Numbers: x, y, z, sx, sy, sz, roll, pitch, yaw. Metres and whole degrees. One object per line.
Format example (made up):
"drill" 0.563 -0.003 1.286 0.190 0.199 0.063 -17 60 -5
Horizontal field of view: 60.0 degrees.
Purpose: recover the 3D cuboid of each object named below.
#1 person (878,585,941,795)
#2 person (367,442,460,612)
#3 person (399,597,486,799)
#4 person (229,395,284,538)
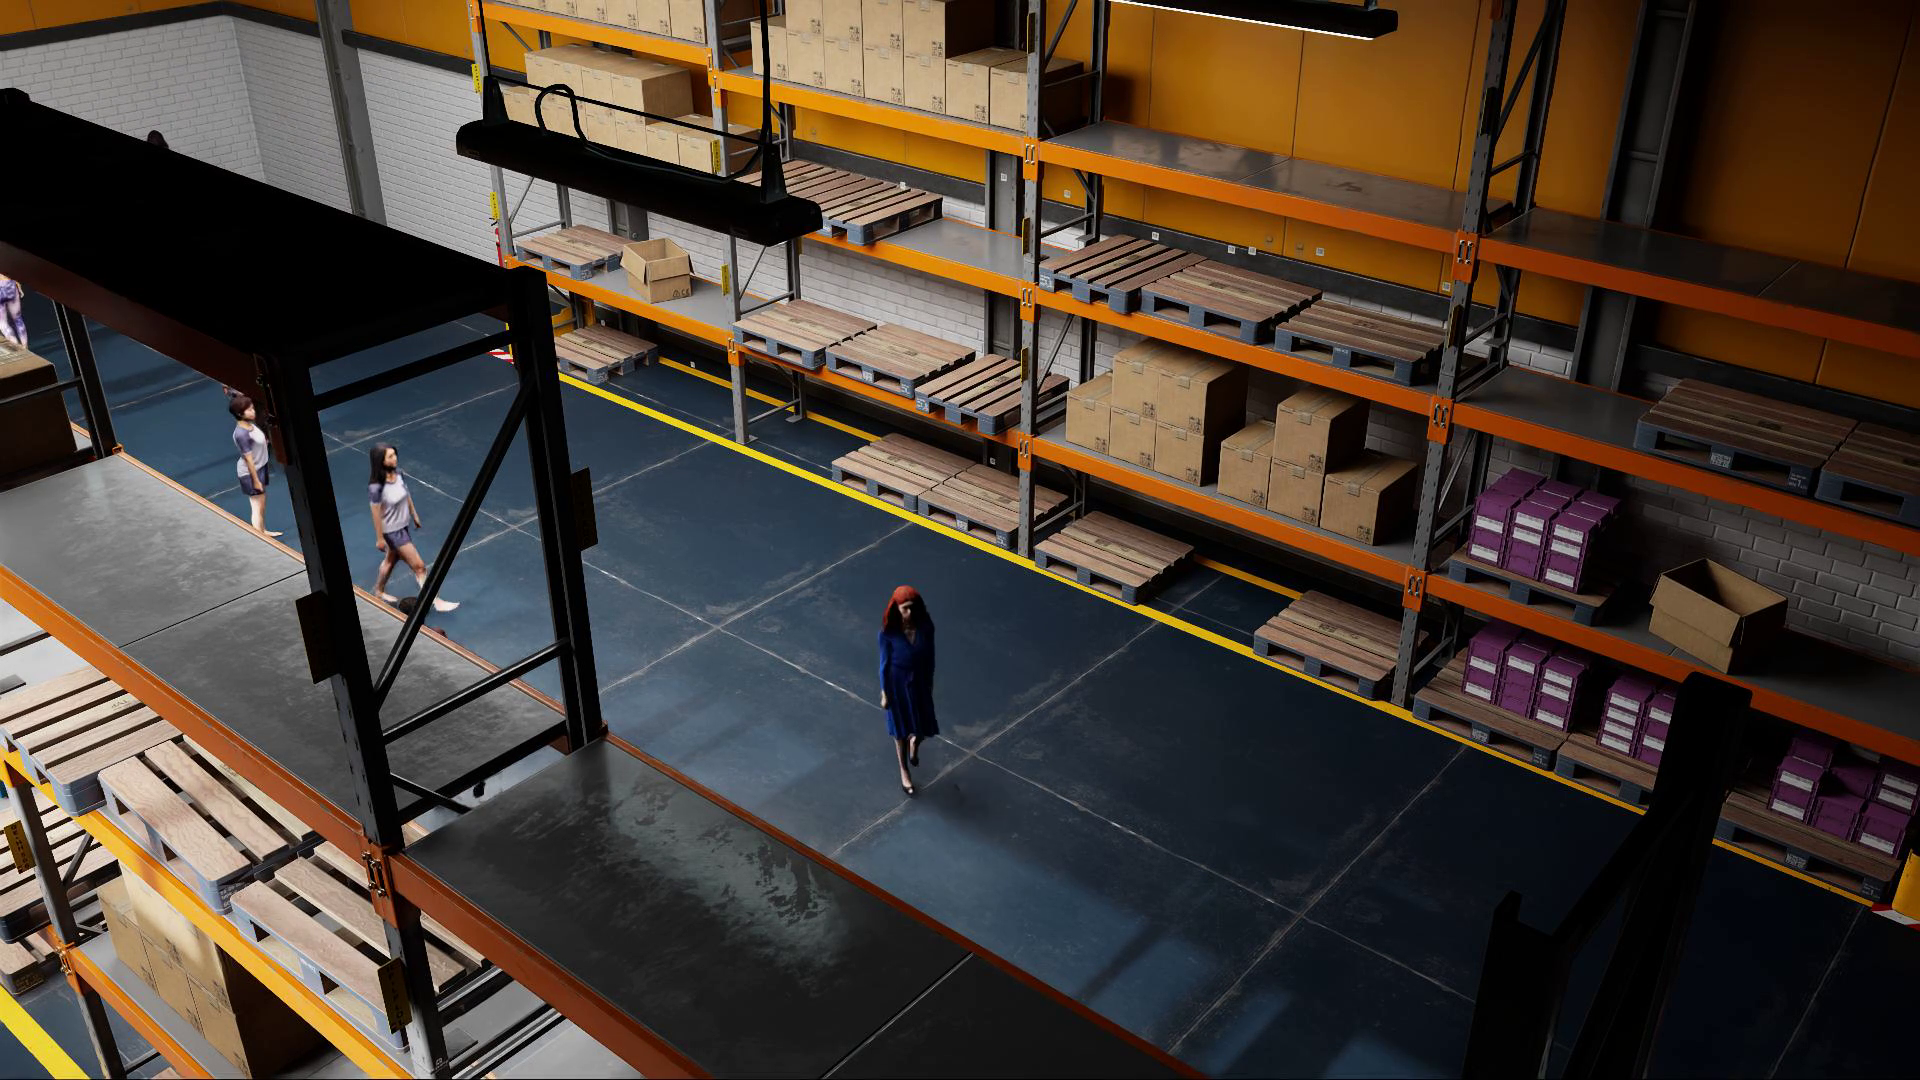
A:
"person" -0.426 1.094 12.630 0.790 1.821 0.862 -8 30 -15
"person" -5.150 -0.103 15.000 1.187 1.653 0.950 5 29 10
"person" -3.911 1.238 12.424 0.942 1.765 0.674 19 34 31
"person" -6.856 -0.675 16.142 0.710 1.565 0.619 -9 30 -15
